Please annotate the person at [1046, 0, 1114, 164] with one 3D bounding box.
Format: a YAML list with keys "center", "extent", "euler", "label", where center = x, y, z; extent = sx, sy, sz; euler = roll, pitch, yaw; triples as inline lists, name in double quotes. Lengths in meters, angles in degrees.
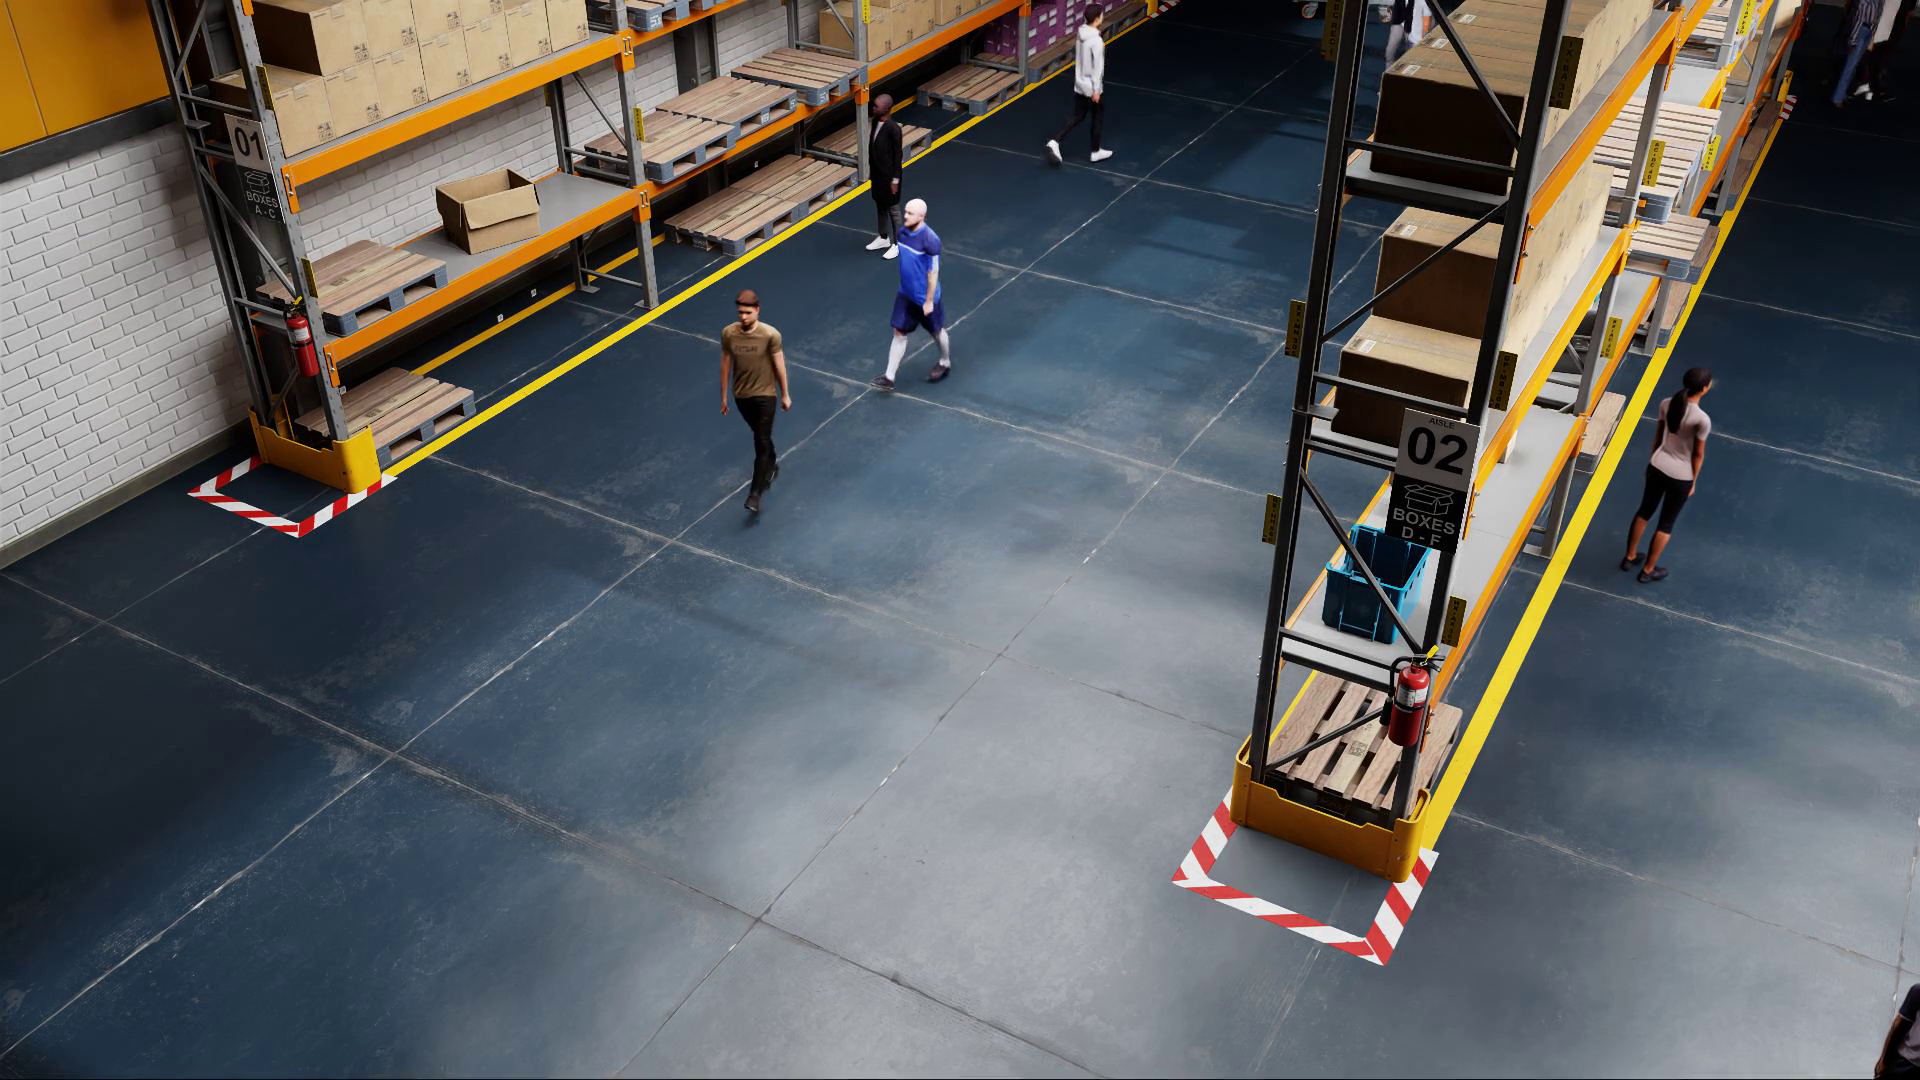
- center: [1.442, -5.359, 19.710]
  extent: [1.256, 1.898, 1.053]
  euler: [-18, 37, -24]
  label: "person"

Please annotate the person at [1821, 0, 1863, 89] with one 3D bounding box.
- center: [11.952, -6.842, 22.138]
  extent: [0.814, 1.680, 0.783]
  euler: [-24, 40, -31]
  label: "person"

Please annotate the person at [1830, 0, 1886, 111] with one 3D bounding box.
- center: [11.622, -6.488, 21.506]
  extent: [0.704, 1.790, 0.821]
  euler: [-26, 42, -33]
  label: "person"

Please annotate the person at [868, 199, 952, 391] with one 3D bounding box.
- center: [-0.301, -2.230, 15.103]
  extent: [0.897, 1.787, 1.218]
  euler: [29, 43, 36]
  label: "person"

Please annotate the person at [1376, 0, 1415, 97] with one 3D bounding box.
- center: [5.960, -6.804, 21.849]
  extent: [0.907, 1.937, 0.852]
  euler: [-29, 43, -36]
  label: "person"

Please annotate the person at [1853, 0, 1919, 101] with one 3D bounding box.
- center: [12.145, -6.614, 21.725]
  extent: [0.824, 1.759, 0.881]
  euler: [1, 34, 1]
  label: "person"

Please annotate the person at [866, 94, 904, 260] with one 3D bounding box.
- center: [-0.766, -3.870, 17.593]
  extent: [0.696, 1.762, 0.720]
  euler: [-22, 40, -30]
  label: "person"

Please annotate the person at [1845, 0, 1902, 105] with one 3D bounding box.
- center: [11.903, -6.586, 21.751]
  extent: [1.098, 1.684, 1.097]
  euler: [-14, 36, -20]
  label: "person"

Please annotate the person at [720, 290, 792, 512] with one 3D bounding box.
- center: [-1.632, -1.213, 13.552]
  extent: [0.899, 1.811, 1.253]
  euler: [8, 34, 12]
  label: "person"

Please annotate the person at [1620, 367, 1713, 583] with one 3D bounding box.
- center: [5.345, -0.496, 12.539]
  extent: [0.718, 1.737, 0.688]
  euler: [-16, 37, -22]
  label: "person"

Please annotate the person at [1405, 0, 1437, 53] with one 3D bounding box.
- center: [5.734, -6.251, 21.090]
  extent: [0.793, 1.856, 0.728]
  euler: [-5, 34, -8]
  label: "person"
